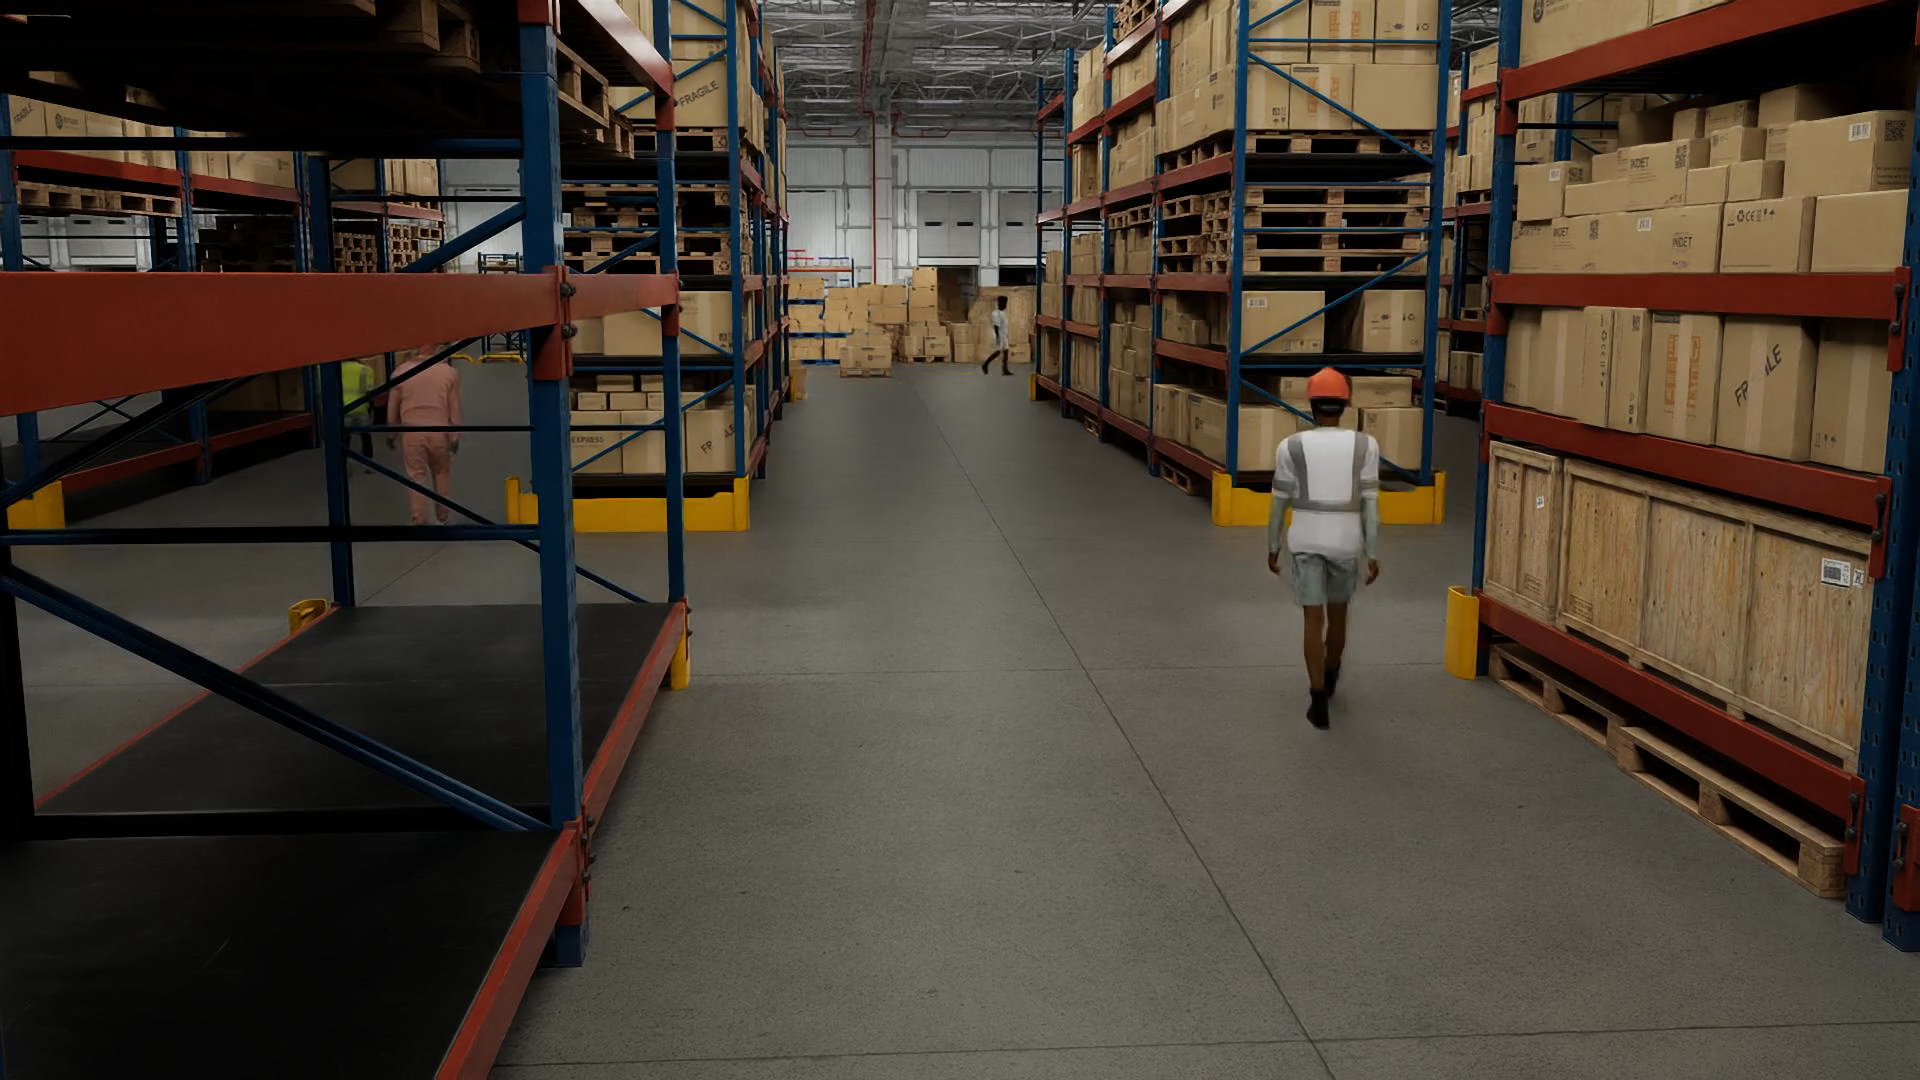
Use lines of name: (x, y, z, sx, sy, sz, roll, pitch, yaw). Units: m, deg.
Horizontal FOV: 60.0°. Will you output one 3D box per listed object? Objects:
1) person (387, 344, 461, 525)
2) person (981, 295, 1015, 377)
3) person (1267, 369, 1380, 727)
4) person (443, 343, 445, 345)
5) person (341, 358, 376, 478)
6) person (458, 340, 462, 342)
person: (-4.971, -0.970, 15.445, 0.689, 1.842, 1.038, -3, 9, -15)
person: (0.911, -4.839, 39.417, 0.740, 1.947, 0.625, 4, 10, 25)
person: (1.981, 0.012, 9.136, 0.576, 1.887, 0.965, 1, 9, 7)
person: (-11.991, -4.679, 38.458, 0.550, 1.937, 0.357, 8, 12, 42)
person: (-7.232, -1.578, 19.813, 0.533, 1.670, 0.787, -2, 9, -14)
person: (-17.975, -7.911, 59.601, 0.552, 1.668, 0.775, 1, 9, 9)
